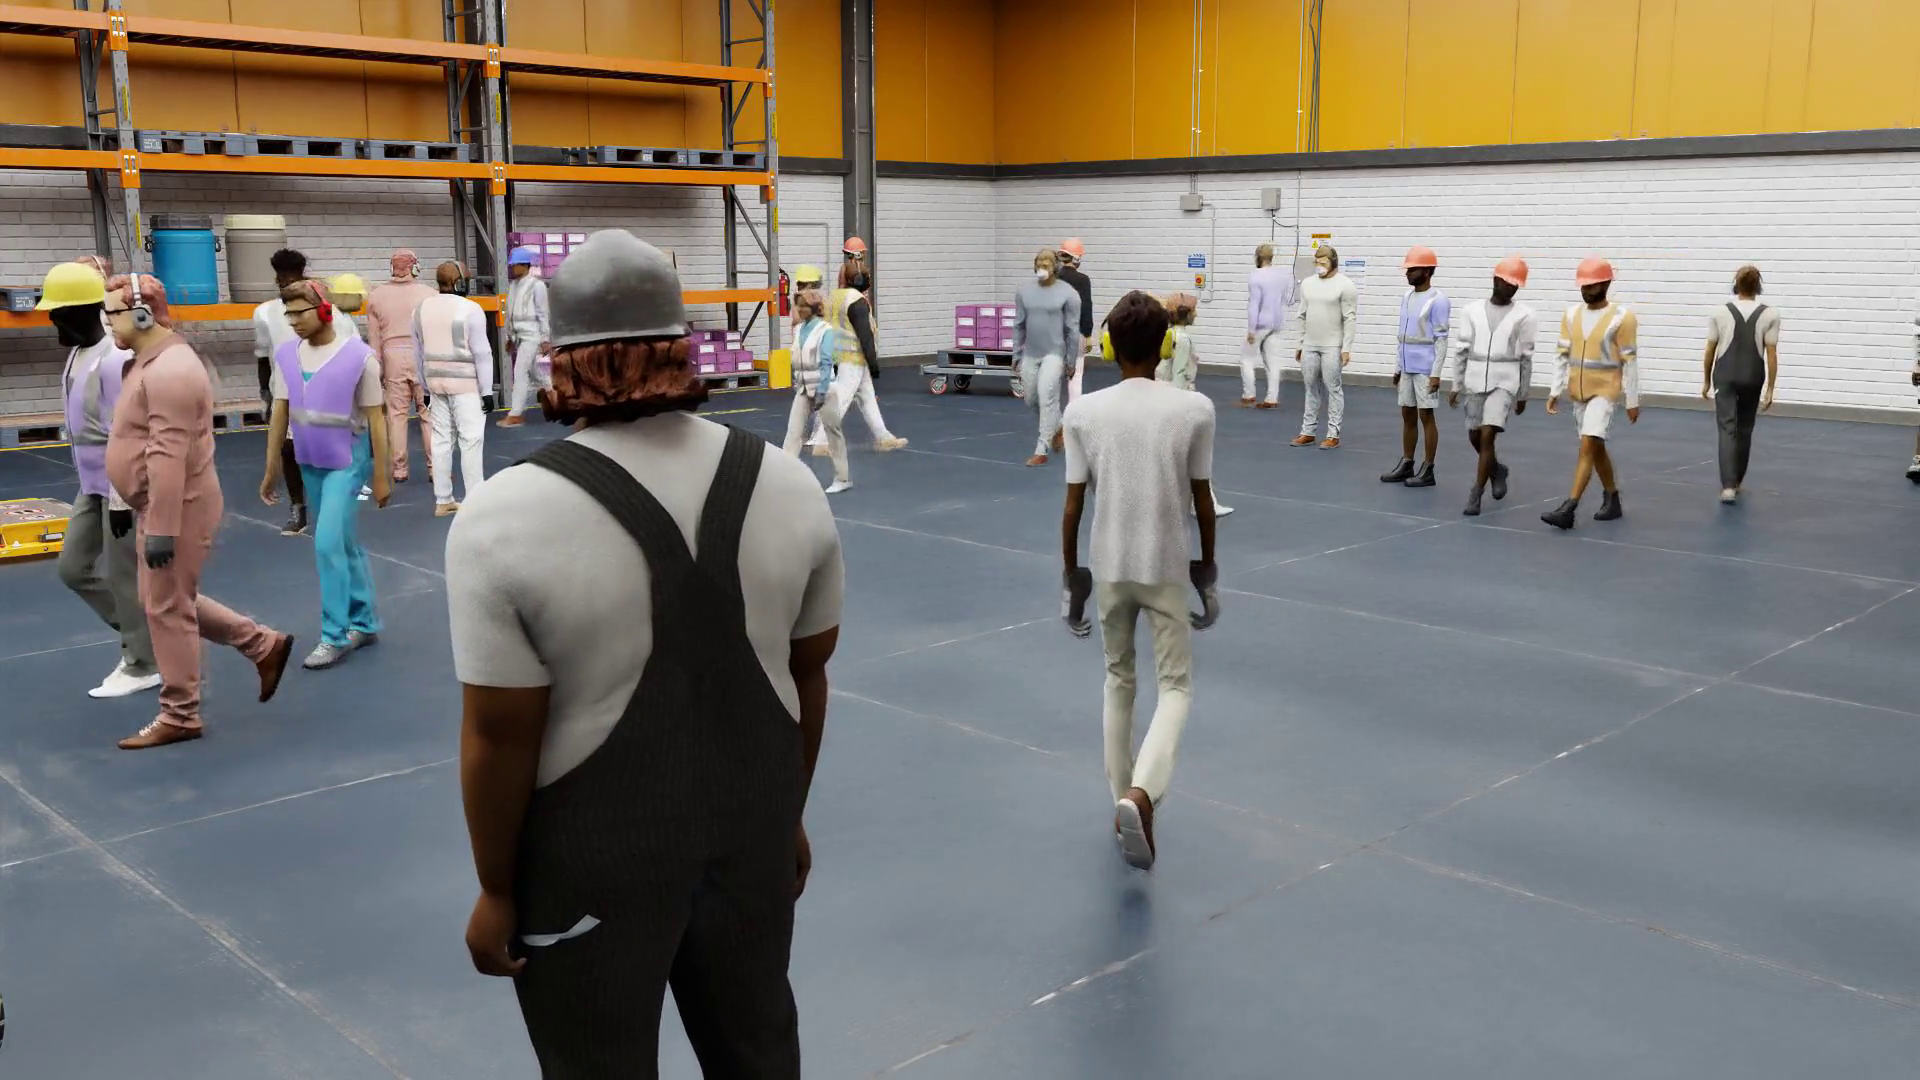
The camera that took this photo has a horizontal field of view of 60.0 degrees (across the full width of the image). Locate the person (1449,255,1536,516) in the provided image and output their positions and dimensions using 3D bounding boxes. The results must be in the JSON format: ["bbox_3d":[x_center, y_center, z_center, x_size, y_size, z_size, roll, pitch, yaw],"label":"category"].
[{"bbox_3d":[3.944,-1.152,12.273,0.554,1.885,0.901,6,12,30],"label":"person"}]

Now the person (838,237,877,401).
[{"bbox_3d":[-1.284,-2.708,20.431,0.375,1.997,0.611,-6,12,-31],"label":"person"}]

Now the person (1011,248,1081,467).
[{"bbox_3d":[0.797,-1.629,14.768,0.635,1.920,0.785,7,12,32],"label":"person"}]

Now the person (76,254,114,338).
[{"bbox_3d":[-6.286,-1.183,12.421,0.688,1.885,0.507,7,12,32],"label":"person"}]

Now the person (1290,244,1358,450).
[{"bbox_3d":[3.457,-1.827,15.801,0.372,1.935,0.627,-10,14,-43],"label":"person"}]

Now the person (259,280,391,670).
[{"bbox_3d":[-3.049,-0.310,7.856,0.562,1.808,0.760,5,11,25],"label":"person"}]

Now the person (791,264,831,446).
[{"bbox_3d":[-1.399,-1.789,16.105,0.536,1.754,0.529,8,13,37],"label":"person"}]

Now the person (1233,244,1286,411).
[{"bbox_3d":[3.451,-2.460,19.289,0.650,1.914,0.678,-9,14,-40],"label":"person"}]

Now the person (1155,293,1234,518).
[{"bbox_3d":[1.628,-0.938,11.800,0.745,1.606,0.546,-2,11,-11],"label":"person"}]

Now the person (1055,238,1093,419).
[{"bbox_3d":[1.157,-2.177,17.539,0.622,1.992,0.396,9,14,41],"label":"person"}]

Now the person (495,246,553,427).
[{"bbox_3d":[-4.601,-2.185,17.825,0.625,1.913,0.946,9,14,42],"label":"person"}]

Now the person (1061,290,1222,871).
[{"bbox_3d":[0.573,0.132,5.344,0.524,1.851,0.707,3,11,16],"label":"person"}]

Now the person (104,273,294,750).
[{"bbox_3d":[-3.071,-0.121,6.652,0.636,1.883,0.643,-7,12,-32],"label":"person"}]

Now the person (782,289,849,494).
[{"bbox_3d":[-1.183,-1.126,12.873,0.835,1.595,0.533,-10,14,-42],"label":"person"}]

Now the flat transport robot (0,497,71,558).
[{"bbox_3d":[-6.170,-0.100,10.916,0.652,0.197,1.431,-10,15,-44],"label":"flat transport robot"}]

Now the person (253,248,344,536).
[{"bbox_3d":[-4.456,-1.017,11.375,0.600,1.946,0.633,1,10,4],"label":"person"}]

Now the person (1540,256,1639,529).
[{"bbox_3d":[4.406,-1.031,11.608,0.994,1.877,0.543,-7,12,-32],"label":"person"}]

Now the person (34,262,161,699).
[{"bbox_3d":[-3.726,-0.246,7.242,0.615,1.908,0.414,10,15,44],"label":"person"}]

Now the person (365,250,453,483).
[{"bbox_3d":[-4.484,-1.409,13.609,0.639,1.903,0.409,0,10,-2],"label":"person"}]

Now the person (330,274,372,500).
[{"bbox_3d":[-4.666,-1.154,12.702,0.418,1.732,0.501,-2,11,-11],"label":"person"}]

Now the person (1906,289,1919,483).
[{"bbox_3d":[8.113,-1.458,13.640,0.635,1.989,1.037,9,14,41],"label":"person"}]

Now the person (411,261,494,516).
[{"bbox_3d":[-3.605,-1.076,11.957,0.634,1.841,0.429,4,11,22],"label":"person"}]

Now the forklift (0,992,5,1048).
[{"bbox_3d":[-3.245,0.323,3.363,2.313,2.155,1.214,2,11,13],"label":"forklift"}]

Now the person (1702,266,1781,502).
[{"bbox_3d":[5.988,-1.197,12.784,0.500,1.798,0.984,4,11,20],"label":"person"}]

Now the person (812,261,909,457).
[{"bbox_3d":[-0.951,-1.658,15.281,0.979,1.789,0.645,-3,11,-18],"label":"person"}]

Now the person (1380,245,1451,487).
[{"bbox_3d":[3.690,-1.395,13.431,0.369,1.939,0.542,-4,11,-22],"label":"person"}]
